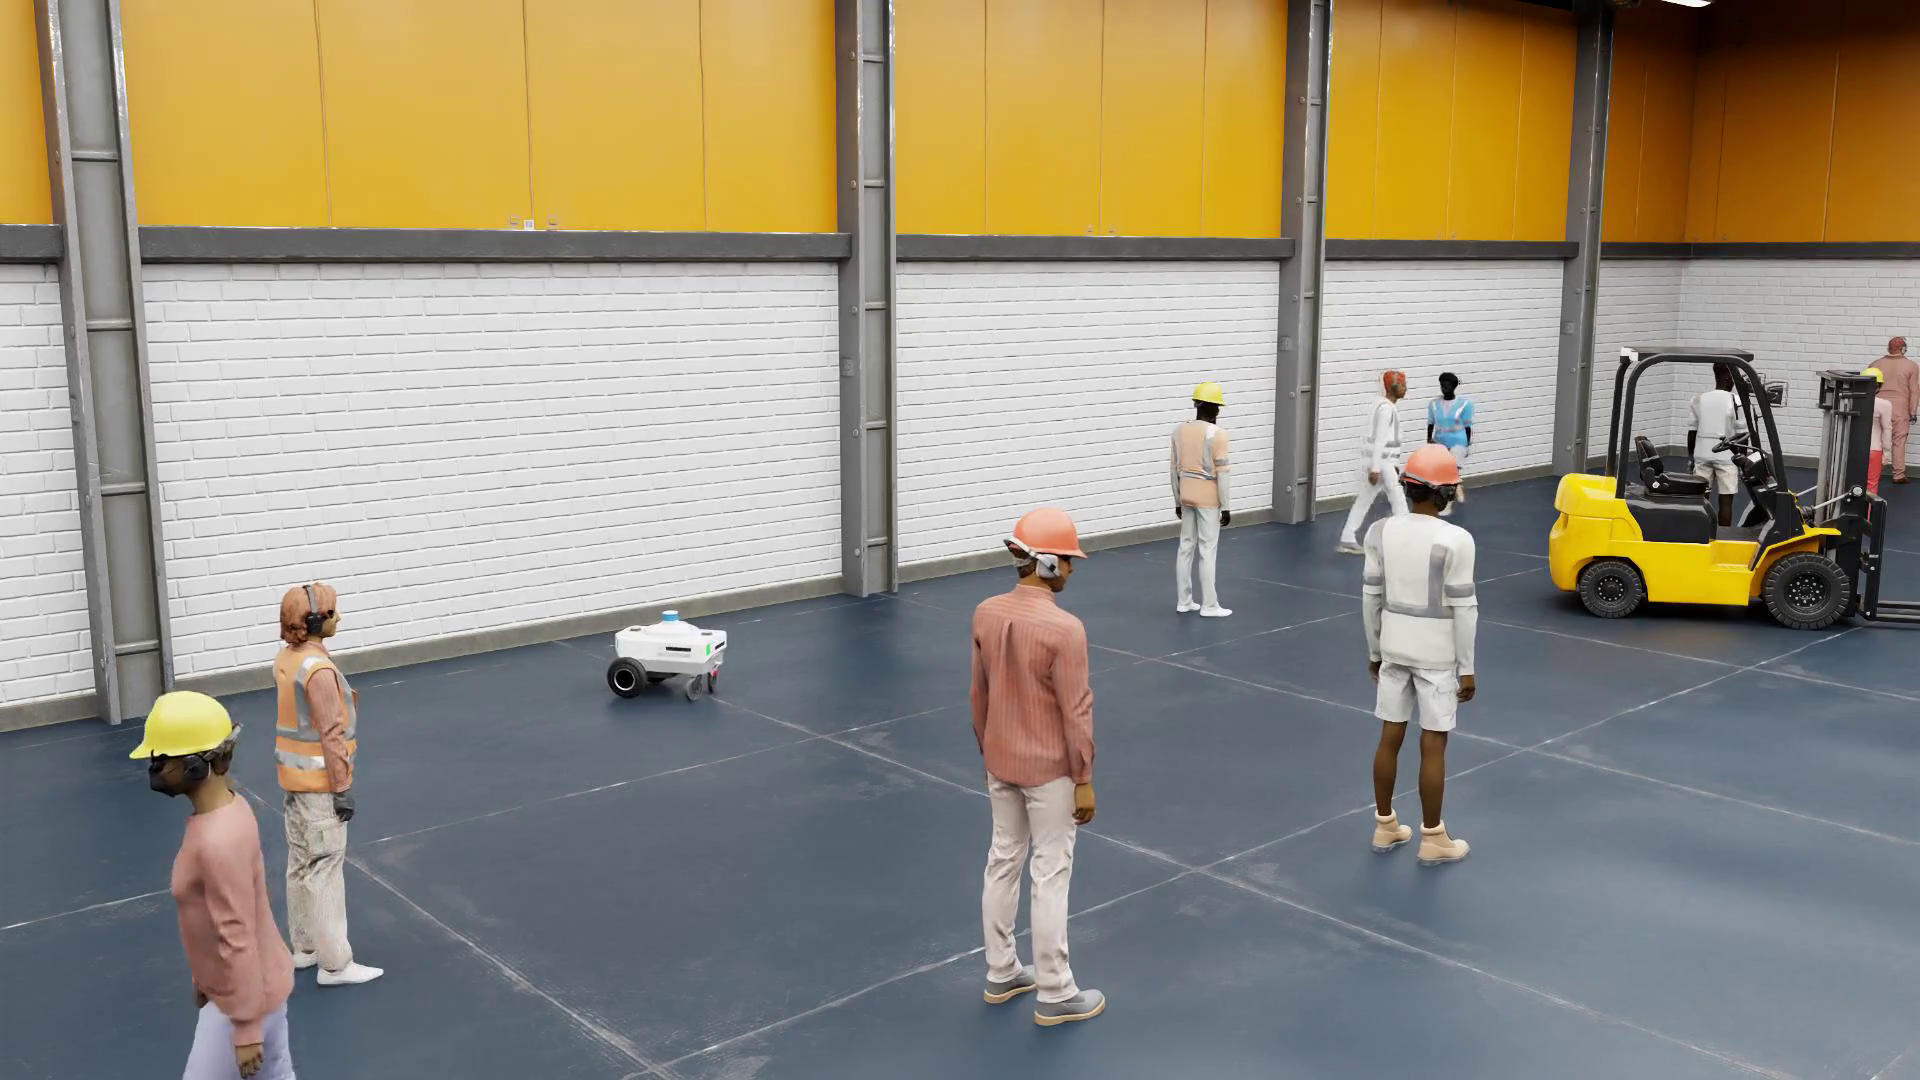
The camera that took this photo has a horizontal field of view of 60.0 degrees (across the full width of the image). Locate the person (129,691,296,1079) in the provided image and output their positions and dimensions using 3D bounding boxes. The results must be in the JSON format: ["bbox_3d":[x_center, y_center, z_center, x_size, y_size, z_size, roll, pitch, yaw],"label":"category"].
[{"bbox_3d":[-2.066,1.280,4.653,0.578,1.748,0.572,-4,11,-23],"label":"person"}]

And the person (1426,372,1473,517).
[{"bbox_3d":[5.625,-1.109,18.967,0.538,1.661,0.673,9,13,41],"label":"person"}]

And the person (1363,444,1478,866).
[{"bbox_3d":[2.248,0.551,8.100,0.382,2.045,0.605,-8,13,-40],"label":"person"}]

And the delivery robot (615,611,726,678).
[{"bbox_3d":[-1.941,0.720,11.196,0.707,0.478,0.477,2,10,13],"label":"delivery robot"}]

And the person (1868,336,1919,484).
[{"bbox_3d":[12.113,-1.686,21.598,0.404,1.911,0.636,-8,13,-40],"label":"person"}]

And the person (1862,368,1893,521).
[{"bbox_3d":[9.641,-0.949,17.721,0.328,1.761,0.523,-8,13,-40],"label":"person"}]

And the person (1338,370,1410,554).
[{"bbox_3d":[4.206,-0.743,16.309,0.992,1.828,0.598,2,10,10],"label":"person"}]

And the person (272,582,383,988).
[{"bbox_3d":[-2.598,0.986,6.737,0.312,1.642,0.512,-8,13,-40],"label":"person"}]

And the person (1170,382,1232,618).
[{"bbox_3d":[1.981,-0.325,13.599,0.382,1.919,0.584,-8,13,-40],"label":"person"}]

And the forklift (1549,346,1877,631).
[{"bbox_3d":[6.109,-0.478,13.691,2.313,2.155,1.214,3,10,16],"label":"forklift"}]

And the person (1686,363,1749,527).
[{"bbox_3d":[7.391,-0.793,16.219,0.375,1.959,0.600,-8,13,-40],"label":"person"}]

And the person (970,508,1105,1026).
[{"bbox_3d":[0.303,0.866,6.429,0.391,1.987,0.608,-8,13,-40],"label":"person"}]
